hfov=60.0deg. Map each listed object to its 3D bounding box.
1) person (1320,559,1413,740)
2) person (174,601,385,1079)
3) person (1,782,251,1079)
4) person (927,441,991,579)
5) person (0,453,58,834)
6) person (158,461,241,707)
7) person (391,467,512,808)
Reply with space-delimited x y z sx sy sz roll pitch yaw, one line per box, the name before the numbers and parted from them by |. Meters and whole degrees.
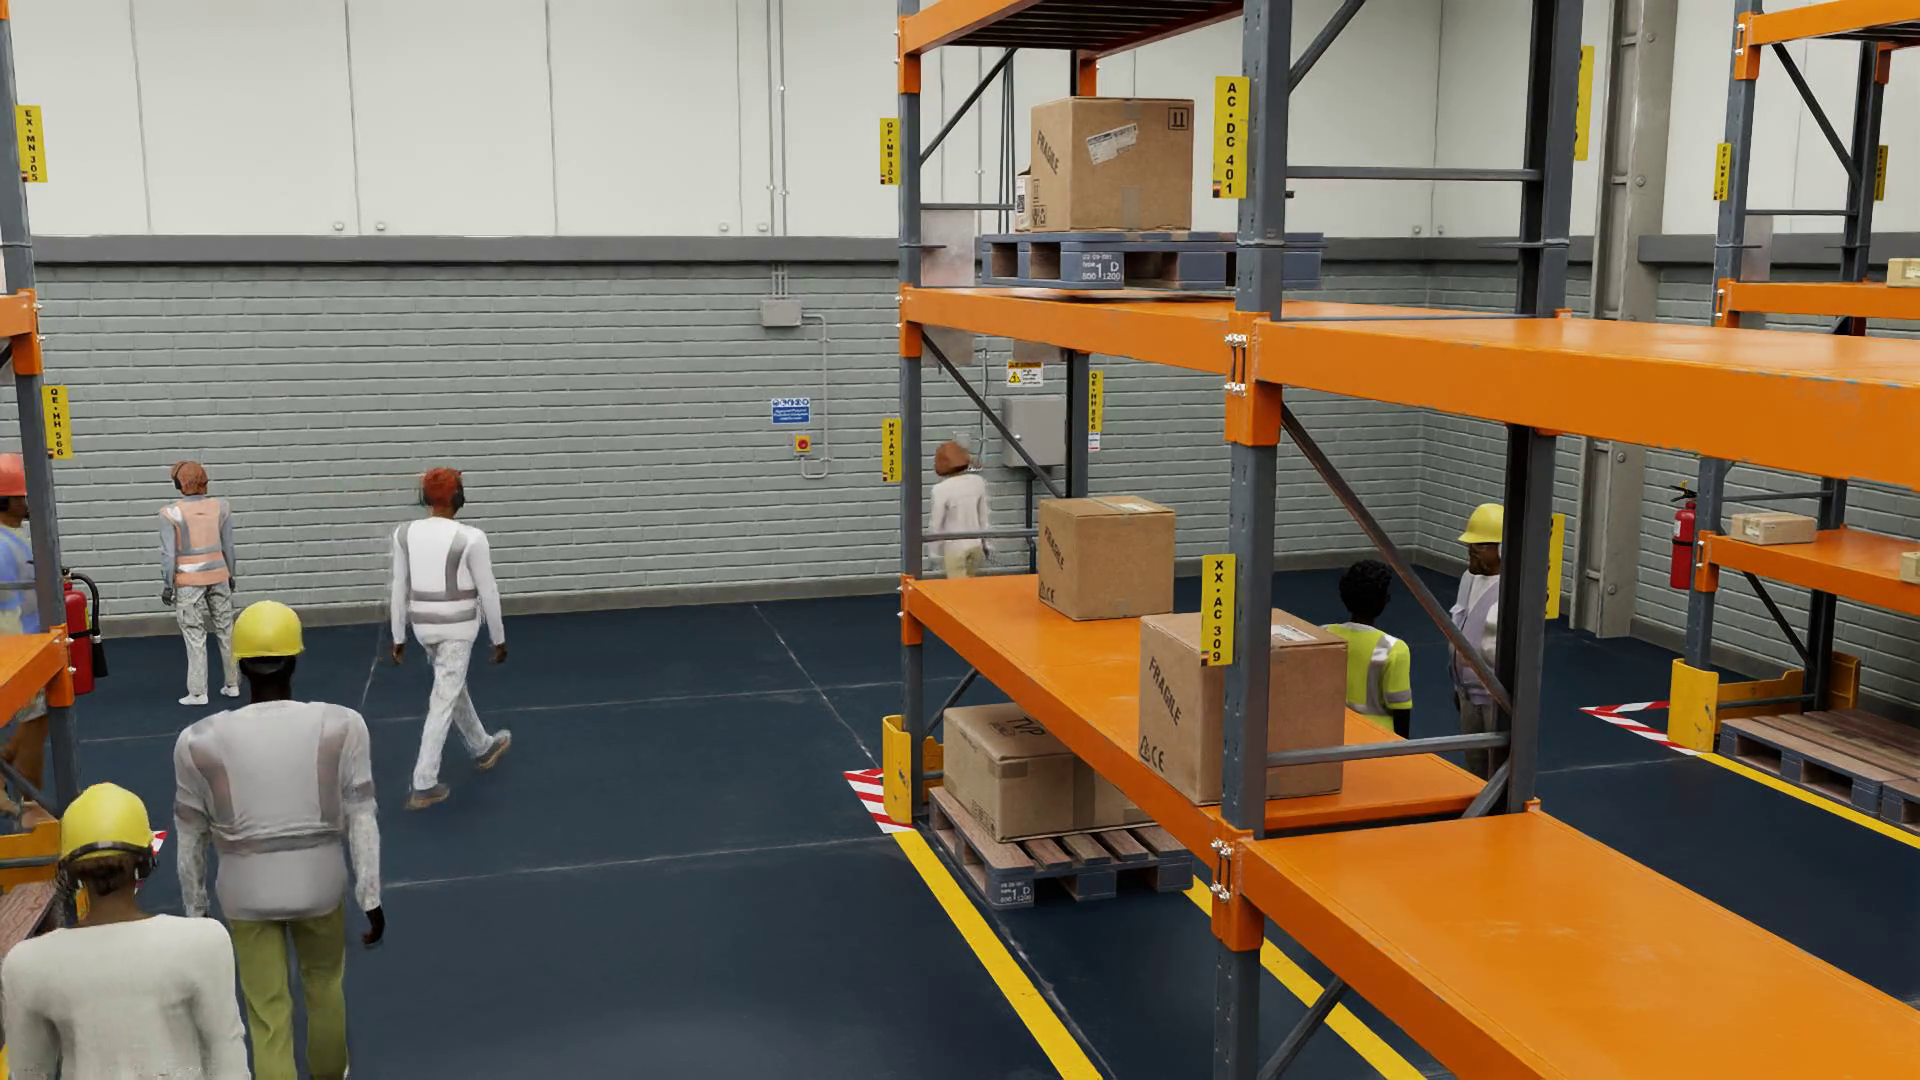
person | 1.748 0.924 7.288 0.319 1.697 0.532 -9 13 -42
person | -2.266 1.125 5.556 0.612 1.893 0.871 -4 11 -23
person | -2.034 1.442 4.137 0.554 1.750 0.489 -2 10 -14
person | -0.025 0.064 12.392 0.522 1.610 0.475 -9 13 -40
person | -4.814 0.556 8.474 0.501 2.017 0.638 -4 11 -22
person | -5.056 0.290 11.061 0.314 1.640 0.516 7 12 36
person | -2.820 0.502 9.294 0.600 1.826 1.006 4 11 19
